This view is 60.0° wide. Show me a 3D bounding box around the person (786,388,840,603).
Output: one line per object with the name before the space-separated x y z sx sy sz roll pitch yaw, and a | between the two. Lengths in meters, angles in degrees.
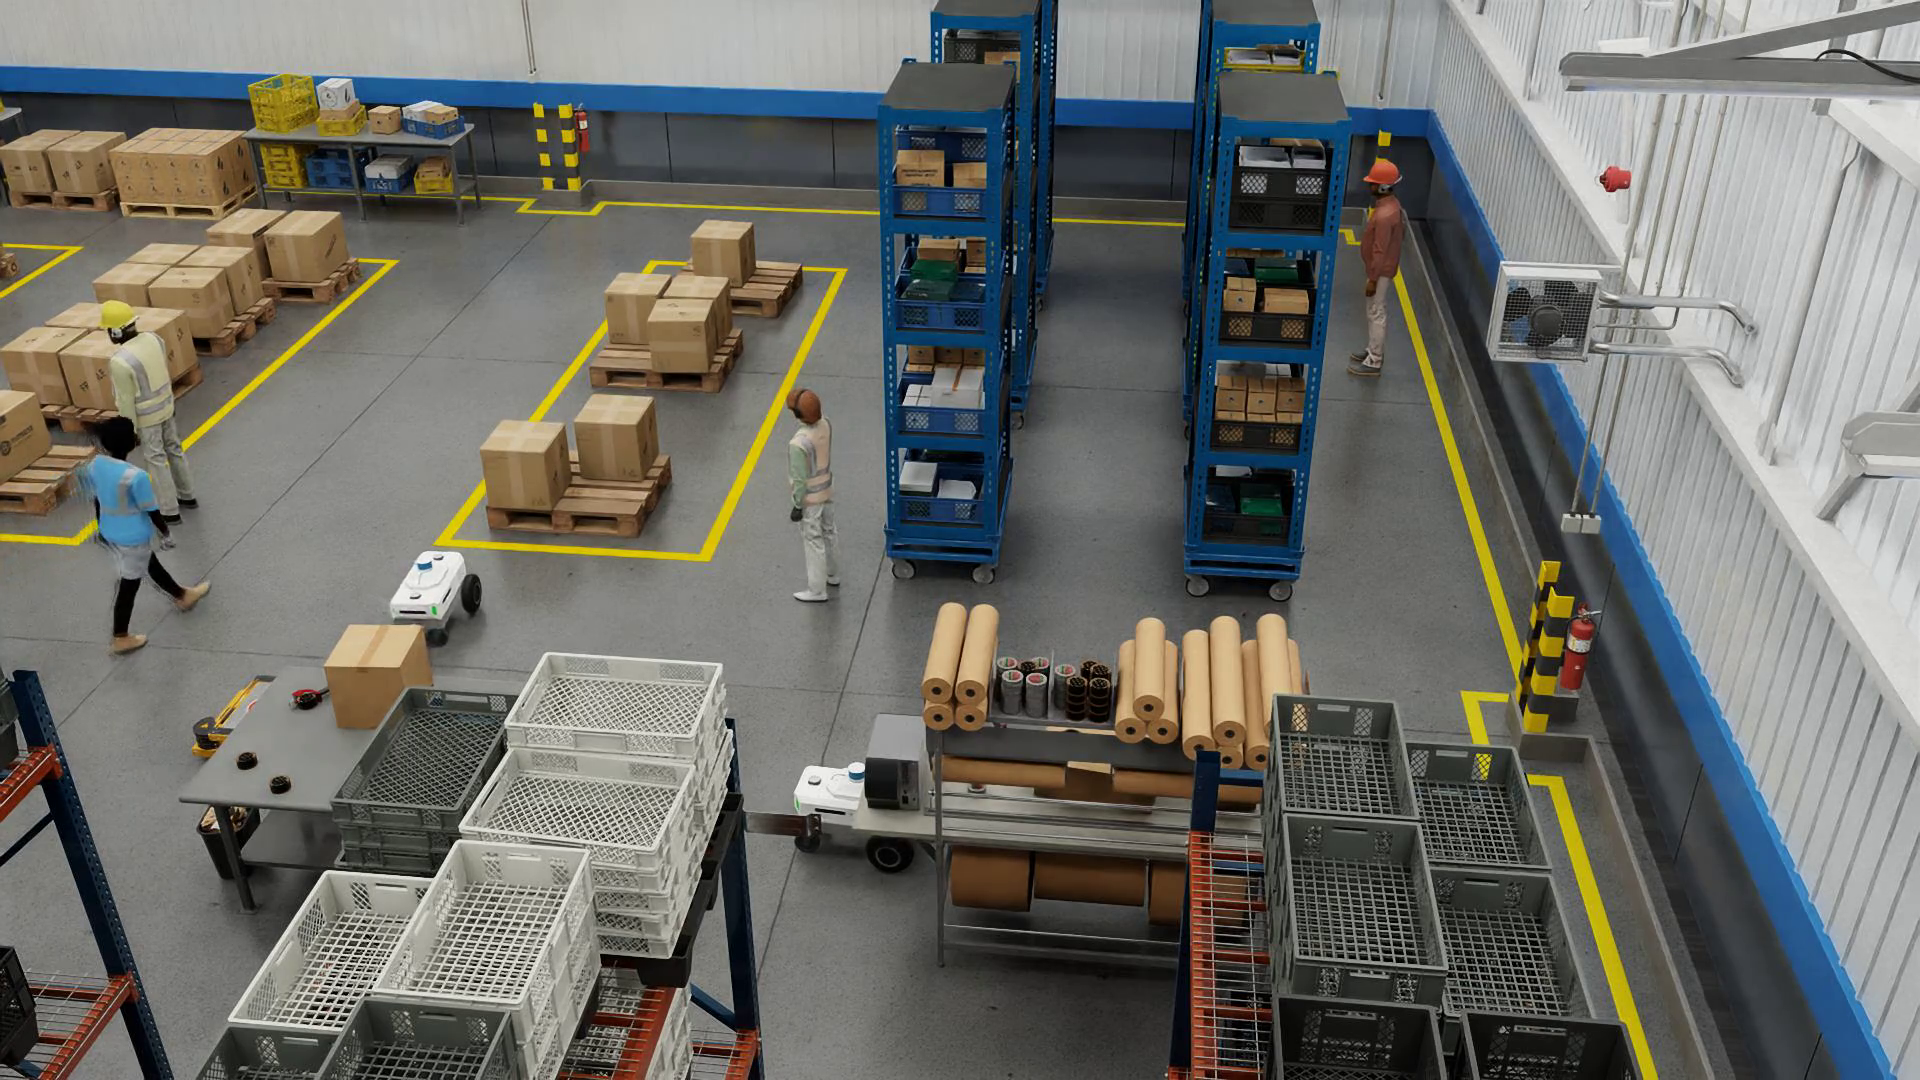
person | -1.052 -0.320 11.846 0.311 1.636 0.521 12 32 19

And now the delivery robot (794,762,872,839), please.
delivery robot | -0.594 1.514 9.675 0.707 0.478 0.477 6 31 10

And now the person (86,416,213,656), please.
person | -5.639 -0.068 11.398 0.542 1.636 0.888 17 34 27

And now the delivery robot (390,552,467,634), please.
delivery robot | -3.730 0.347 11.681 0.477 0.478 0.707 1 30 2

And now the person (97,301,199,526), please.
person | -6.261 -0.981 12.803 0.403 1.824 0.586 4 30 7

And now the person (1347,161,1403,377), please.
person | 3.808 -2.494 15.245 0.409 1.986 0.618 8 31 14
